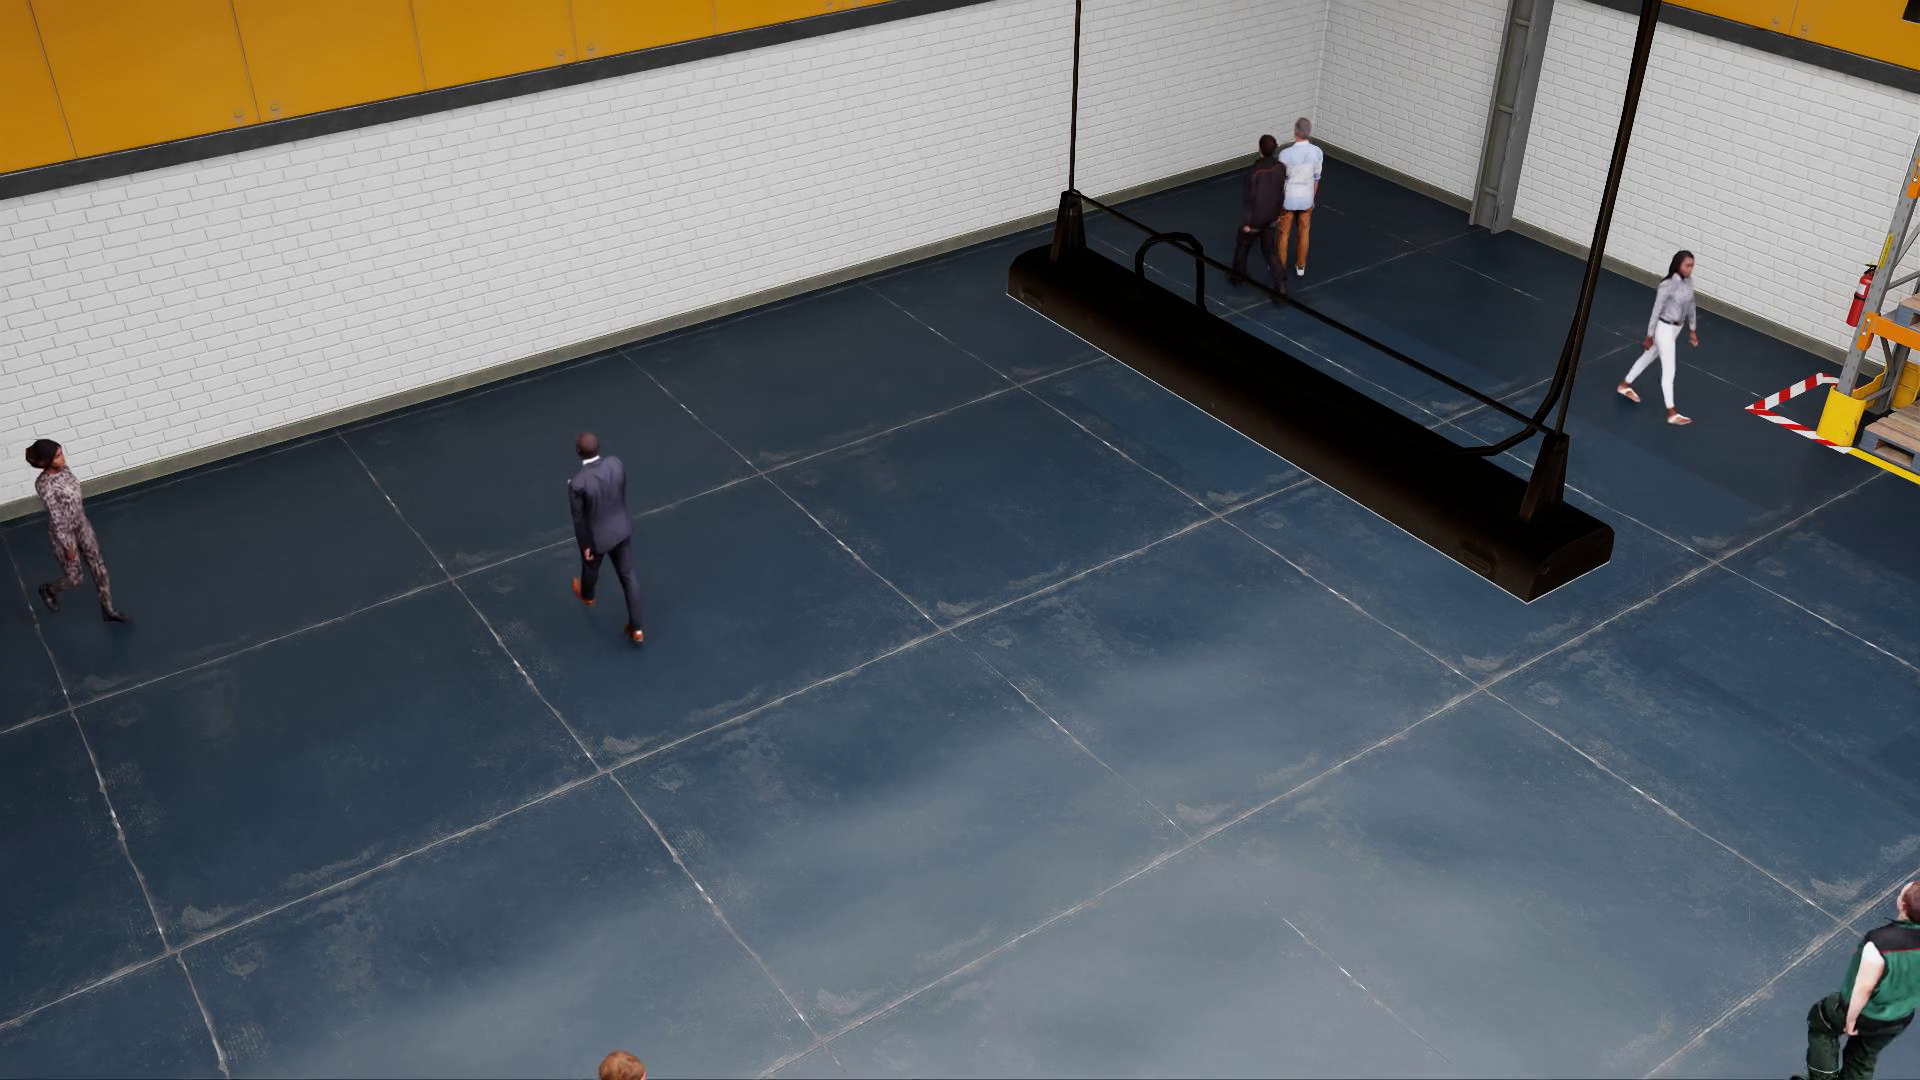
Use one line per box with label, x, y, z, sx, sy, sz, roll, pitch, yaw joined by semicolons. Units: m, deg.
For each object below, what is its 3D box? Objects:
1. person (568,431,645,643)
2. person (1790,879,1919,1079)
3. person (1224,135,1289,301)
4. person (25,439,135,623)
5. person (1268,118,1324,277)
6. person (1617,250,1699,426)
person;-2.713;0.004;12.984;0.694;1.774;1.182;-23;40;-30
person;5.025;2.576;9.063;0.785;1.832;0.825;-2;34;-3
person;3.351;-3.484;18.208;0.839;1.800;1.215;-15;36;-21
person;-7.083;-0.036;13.113;1.000;1.698;0.939;5;34;8
person;3.790;-3.852;18.737;0.767;1.828;0.745;-5;34;-7
person;6.777;-2.024;16.126;0.640;1.675;1.149;-19;38;-26
